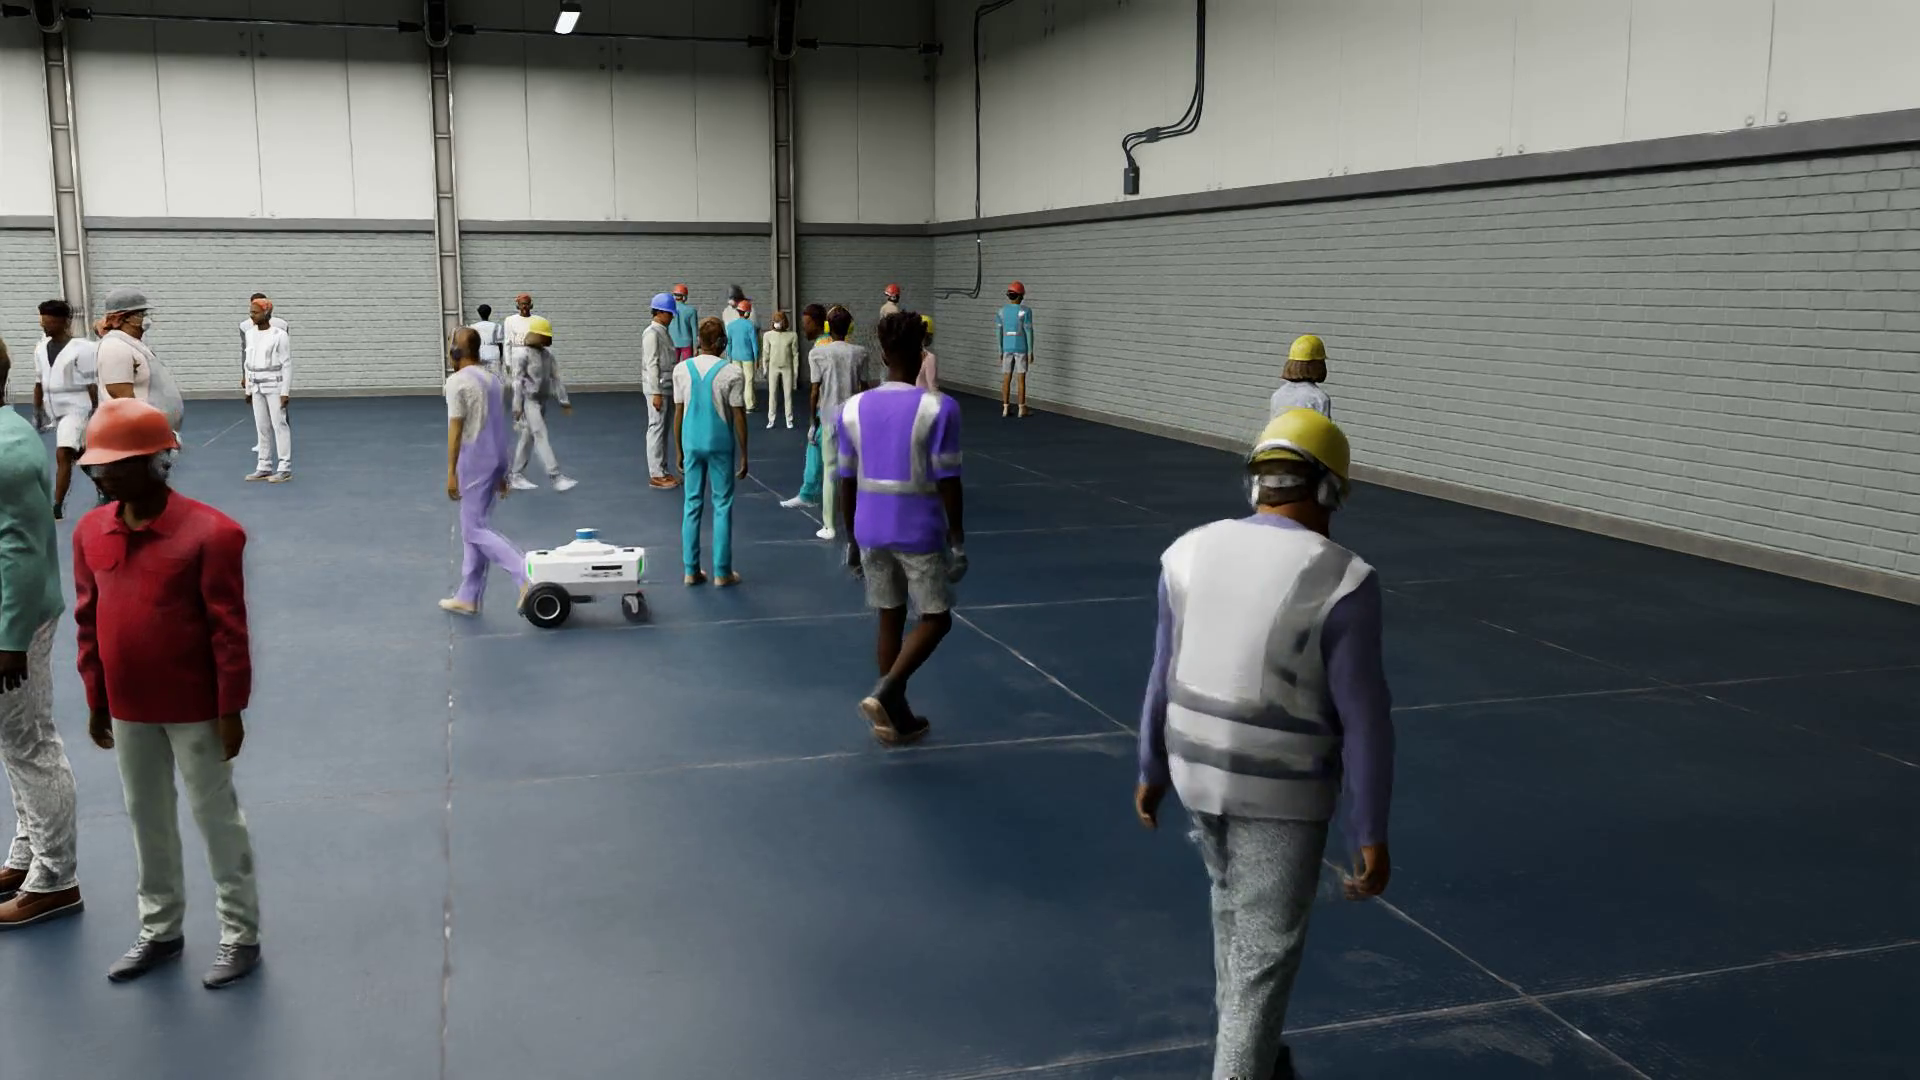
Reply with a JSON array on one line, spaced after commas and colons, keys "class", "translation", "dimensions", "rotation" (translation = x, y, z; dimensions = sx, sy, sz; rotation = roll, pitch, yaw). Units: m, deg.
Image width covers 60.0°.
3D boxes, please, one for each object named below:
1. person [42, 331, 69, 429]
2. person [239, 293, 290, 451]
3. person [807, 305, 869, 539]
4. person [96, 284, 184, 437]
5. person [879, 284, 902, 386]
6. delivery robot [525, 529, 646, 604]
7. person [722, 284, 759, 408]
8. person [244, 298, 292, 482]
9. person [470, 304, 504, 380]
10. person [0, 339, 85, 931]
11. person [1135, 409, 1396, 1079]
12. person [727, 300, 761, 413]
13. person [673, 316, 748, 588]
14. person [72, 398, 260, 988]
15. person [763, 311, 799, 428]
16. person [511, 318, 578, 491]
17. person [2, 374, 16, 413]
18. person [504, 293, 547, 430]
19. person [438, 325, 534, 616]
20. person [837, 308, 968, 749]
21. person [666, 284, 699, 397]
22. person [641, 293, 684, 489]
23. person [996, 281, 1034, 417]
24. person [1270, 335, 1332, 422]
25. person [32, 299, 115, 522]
[{"class": "person", "translation": [-12.490, -2.339, 23.001], "dimensions": [0.512, 1.642, 0.312], "rotation": [4, 10, 24]}, {"class": "person", "translation": [-8.375, -2.018, 20.086], "dimensions": [0.391, 1.915, 0.587], "rotation": [9, 12, 44]}, {"class": "person", "translation": [-0.967, -0.936, 13.323], "dimensions": [0.518, 1.872, 0.326], "rotation": [-3, 9, -17]}, {"class": "person", "translation": [-5.821, -0.792, 11.862], "dimensions": [0.538, 2.000, 0.684], "rotation": [-3, 10, -21]}, {"class": "person", "translation": [-1.169, -3.386, 28.553], "dimensions": [0.390, 1.995, 0.613], "rotation": [-5, 10, -28]}, {"class": "delivery robot", "translation": [-2.272, 0.175, 10.115], "dimensions": [0.707, 0.478, 0.477], "rotation": [-2, 9, -12]}, {"class": "person", "translation": [-3.528, -3.143, 26.857], "dimensions": [0.706, 2.000, 0.728], "rotation": [5, 10, 31]}, {"class": "person", "translation": [-7.108, -1.529, 17.062], "dimensions": [0.572, 1.883, 0.355], "rotation": [4, 10, 24]}, {"class": "person", "translation": [-7.474, -2.872, 26.258], "dimensions": [0.537, 1.693, 0.320], "rotation": [-2, 9, -13]}, {"class": "person", "translation": [-3.087, 0.276, 5.367], "dimensions": [0.355, 1.938, 0.636], "rotation": [-6, 11, -35]}, {"class": "person", "translation": [0.742, 0.587, 3.936], "dimensions": [0.762, 1.763, 0.680], "rotation": [-8, 12, -41]}, {"class": "person", "translation": [-3.349, -2.849, 25.897], "dimensions": [0.573, 1.748, 0.342], "rotation": [5, 10, 28]}, {"class": "person", "translation": [-1.679, -0.588, 11.221], "dimensions": [0.525, 1.835, 0.355], "rotation": [2, 9, 11]}, {"class": "person", "translation": [-2.343, 0.453, 4.868], "dimensions": [0.580, 1.742, 0.366], "rotation": [2, 9, 13]}, {"class": "person", "translation": [-2.495, -2.368, 23.207], "dimensions": [0.503, 1.631, 0.283], "rotation": [0, 9, -1]}, {"class": "person", "translation": [-4.082, -1.315, 16.278], "dimensions": [0.905, 1.681, 0.511], "rotation": [3, 10, 21]}, {"class": "person", "translation": [-9.559, -1.297, 16.404], "dimensions": [0.545, 1.614, 0.676], "rotation": [1, 9, 7]}, {"class": "person", "translation": [-5.998, -2.459, 23.002], "dimensions": [0.574, 1.882, 0.356], "rotation": [-3, 9, -17]}, {"class": "person", "translation": [-2.867, -0.411, 10.218], "dimensions": [0.763, 1.806, 0.578], "rotation": [3, 9, 16]}, {"class": "person", "translation": [-0.276, -0.026, 7.242], "dimensions": [0.626, 1.953, 0.605], "rotation": [5, 10, 28]}, {"class": "person", "translation": [-4.632, -3.246, 27.658], "dimensions": [0.624, 1.992, 0.390], "rotation": [1, 9, 6]}, {"class": "person", "translation": [-2.975, -1.485, 16.592], "dimensions": [0.394, 1.942, 0.602], "rotation": [0, 9, 2]}, {"class": "person", "translation": [0.848, -2.877, 25.157], "dimensions": [0.608, 2.044, 0.372], "rotation": [5, 10, 29]}, {"class": "person", "translation": [2.089, -0.370, 10.115], "dimensions": [0.294, 1.744, 0.485], "rotation": [-6, 11, -34]}, {"class": "person", "translation": [-7.726, -1.135, 14.445], "dimensions": [0.624, 1.922, 1.008], "rotation": [3, 10, 21]}]
